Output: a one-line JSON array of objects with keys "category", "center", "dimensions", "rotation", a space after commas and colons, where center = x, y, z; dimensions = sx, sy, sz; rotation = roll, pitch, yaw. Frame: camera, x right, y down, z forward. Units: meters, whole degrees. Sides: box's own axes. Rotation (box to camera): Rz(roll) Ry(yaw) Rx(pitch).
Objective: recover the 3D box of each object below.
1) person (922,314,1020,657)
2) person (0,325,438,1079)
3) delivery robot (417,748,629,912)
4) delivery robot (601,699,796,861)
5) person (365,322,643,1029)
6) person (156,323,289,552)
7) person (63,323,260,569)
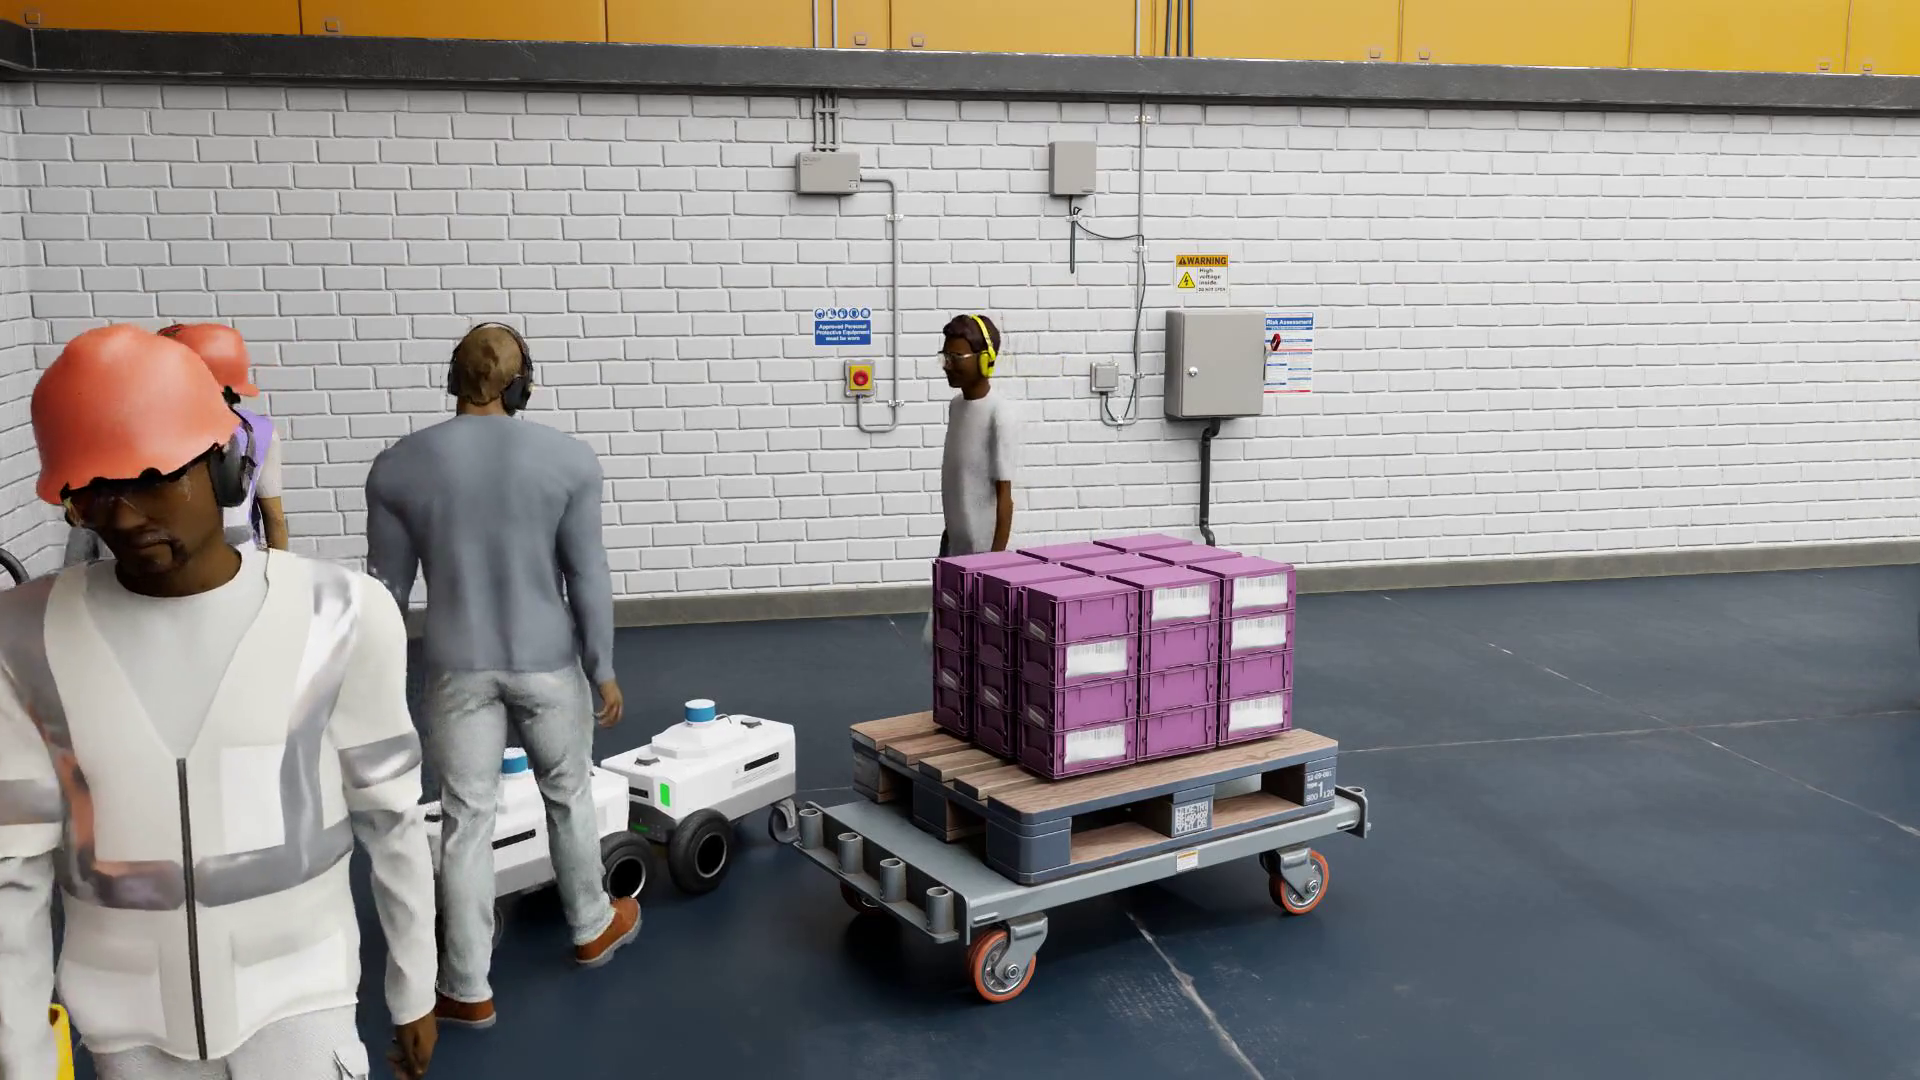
[{"category": "person", "center": [0.073, 0.054, 6.456], "dimensions": [0.500, 1.853, 0.550], "rotation": [-4, 11, -23]}, {"category": "person", "center": [-1.103, 0.692, 2.483], "dimensions": [0.617, 2.014, 0.459], "rotation": [-3, 11, -16]}, {"category": "delivery robot", "center": [-1.385, 0.890, 5.160], "dimensions": [0.477, 0.478, 0.707], "rotation": [9, 13, 41]}, {"category": "delivery robot", "center": [-0.885, 0.791, 5.705], "dimensions": [0.477, 0.478, 0.707], "rotation": [7, 12, 33]}, {"category": "person", "center": [-1.280, 0.357, 4.654], "dimensions": [0.703, 1.909, 0.648], "rotation": [-2, 10, -10]}, {"category": "person", "center": [-2.585, 0.193, 5.689], "dimensions": [0.565, 1.850, 0.390], "rotation": [-6, 12, -29]}, {"category": "person", "center": [-2.485, 0.249, 5.320], "dimensions": [0.629, 1.872, 0.773], "rotation": [5, 11, 25]}]
